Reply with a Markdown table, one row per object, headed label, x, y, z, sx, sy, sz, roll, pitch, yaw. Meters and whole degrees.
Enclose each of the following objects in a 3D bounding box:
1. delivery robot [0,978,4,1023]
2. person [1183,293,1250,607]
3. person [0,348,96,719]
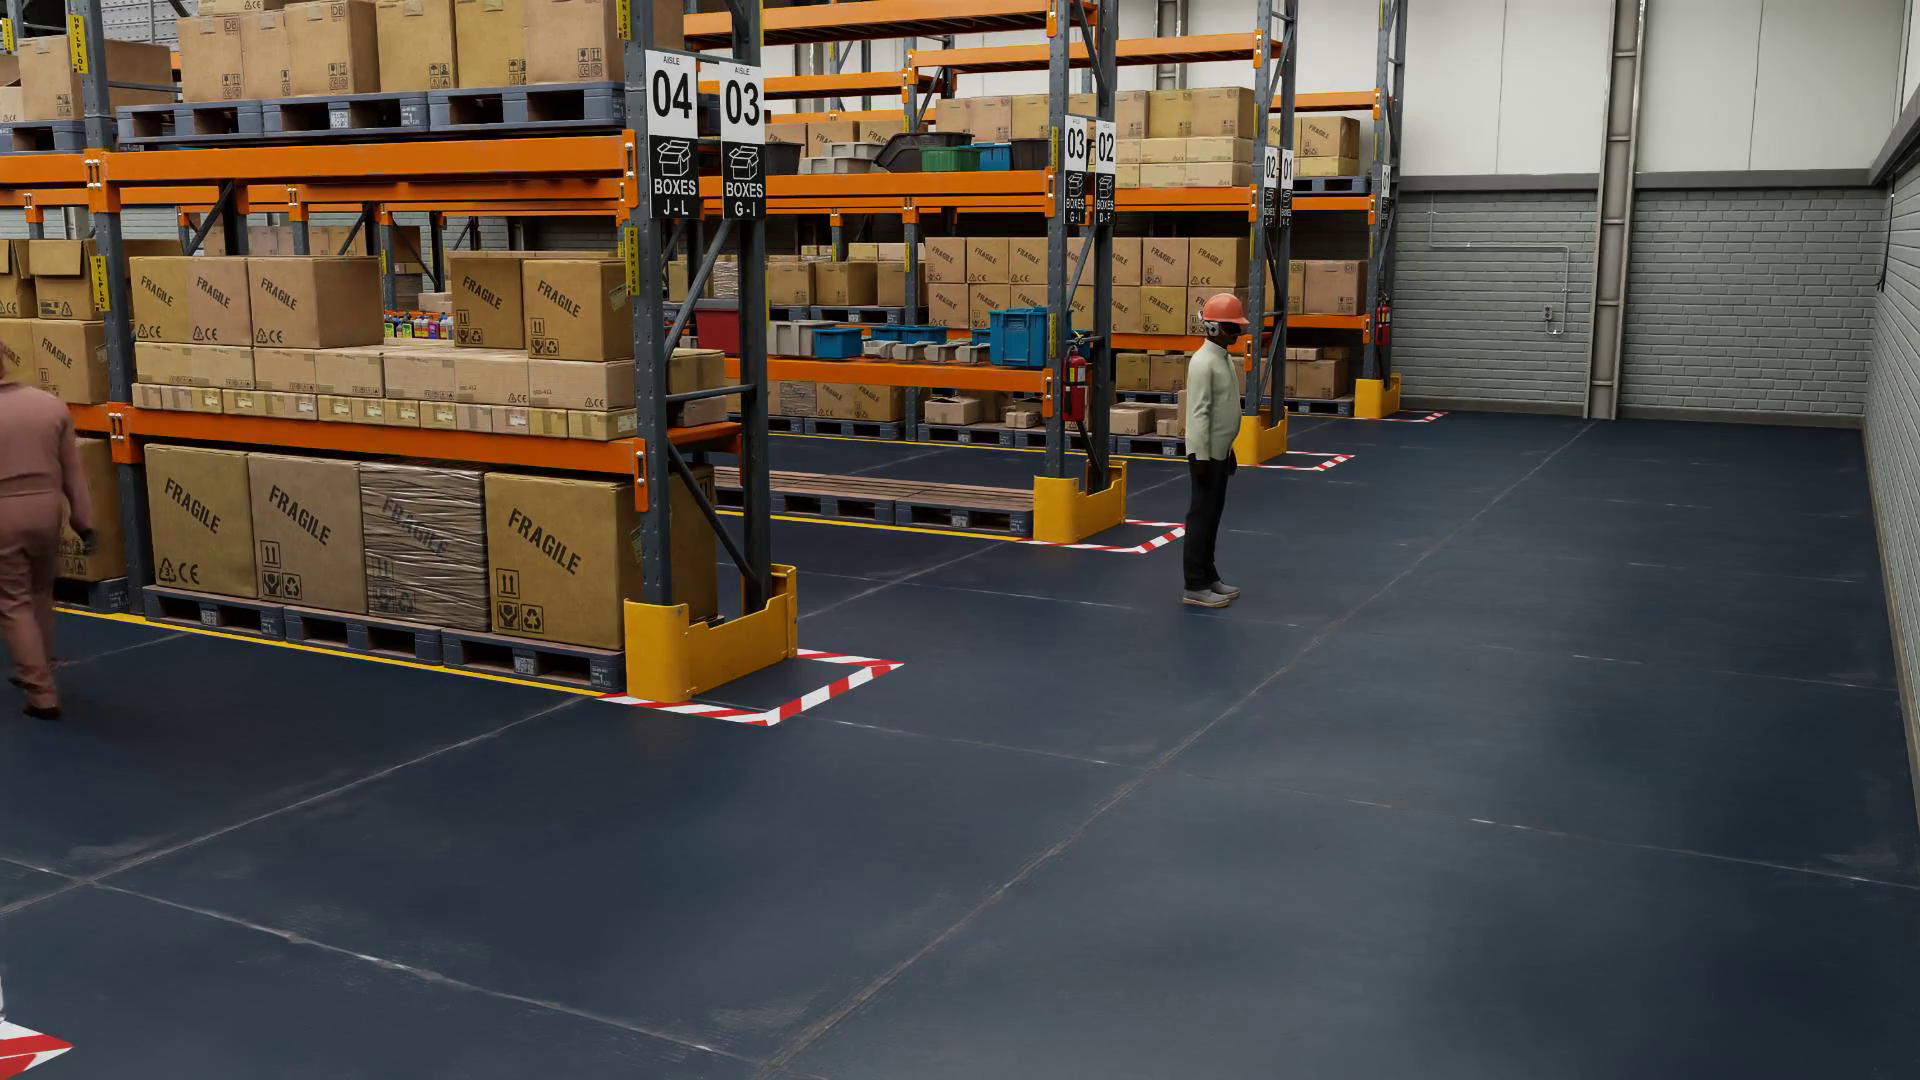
| label | x | y | z | sx | sy | sz | roll | pitch | yaw |
| --- | --- | --- | --- | --- | --- | --- | --- | --- | --- |
| delivery robot | -2.891 | 1.253 | 4.311 | 0.707 | 0.478 | 0.477 | -7 | 13 | -36 |
| person | 1.627 | -0.570 | 10.603 | 0.403 | 1.987 | 0.610 | 4 | 11 | 22 |
| person | -4.739 | -0.071 | 8.222 | 0.887 | 1.862 | 0.670 | 8 | 13 | 36 |
